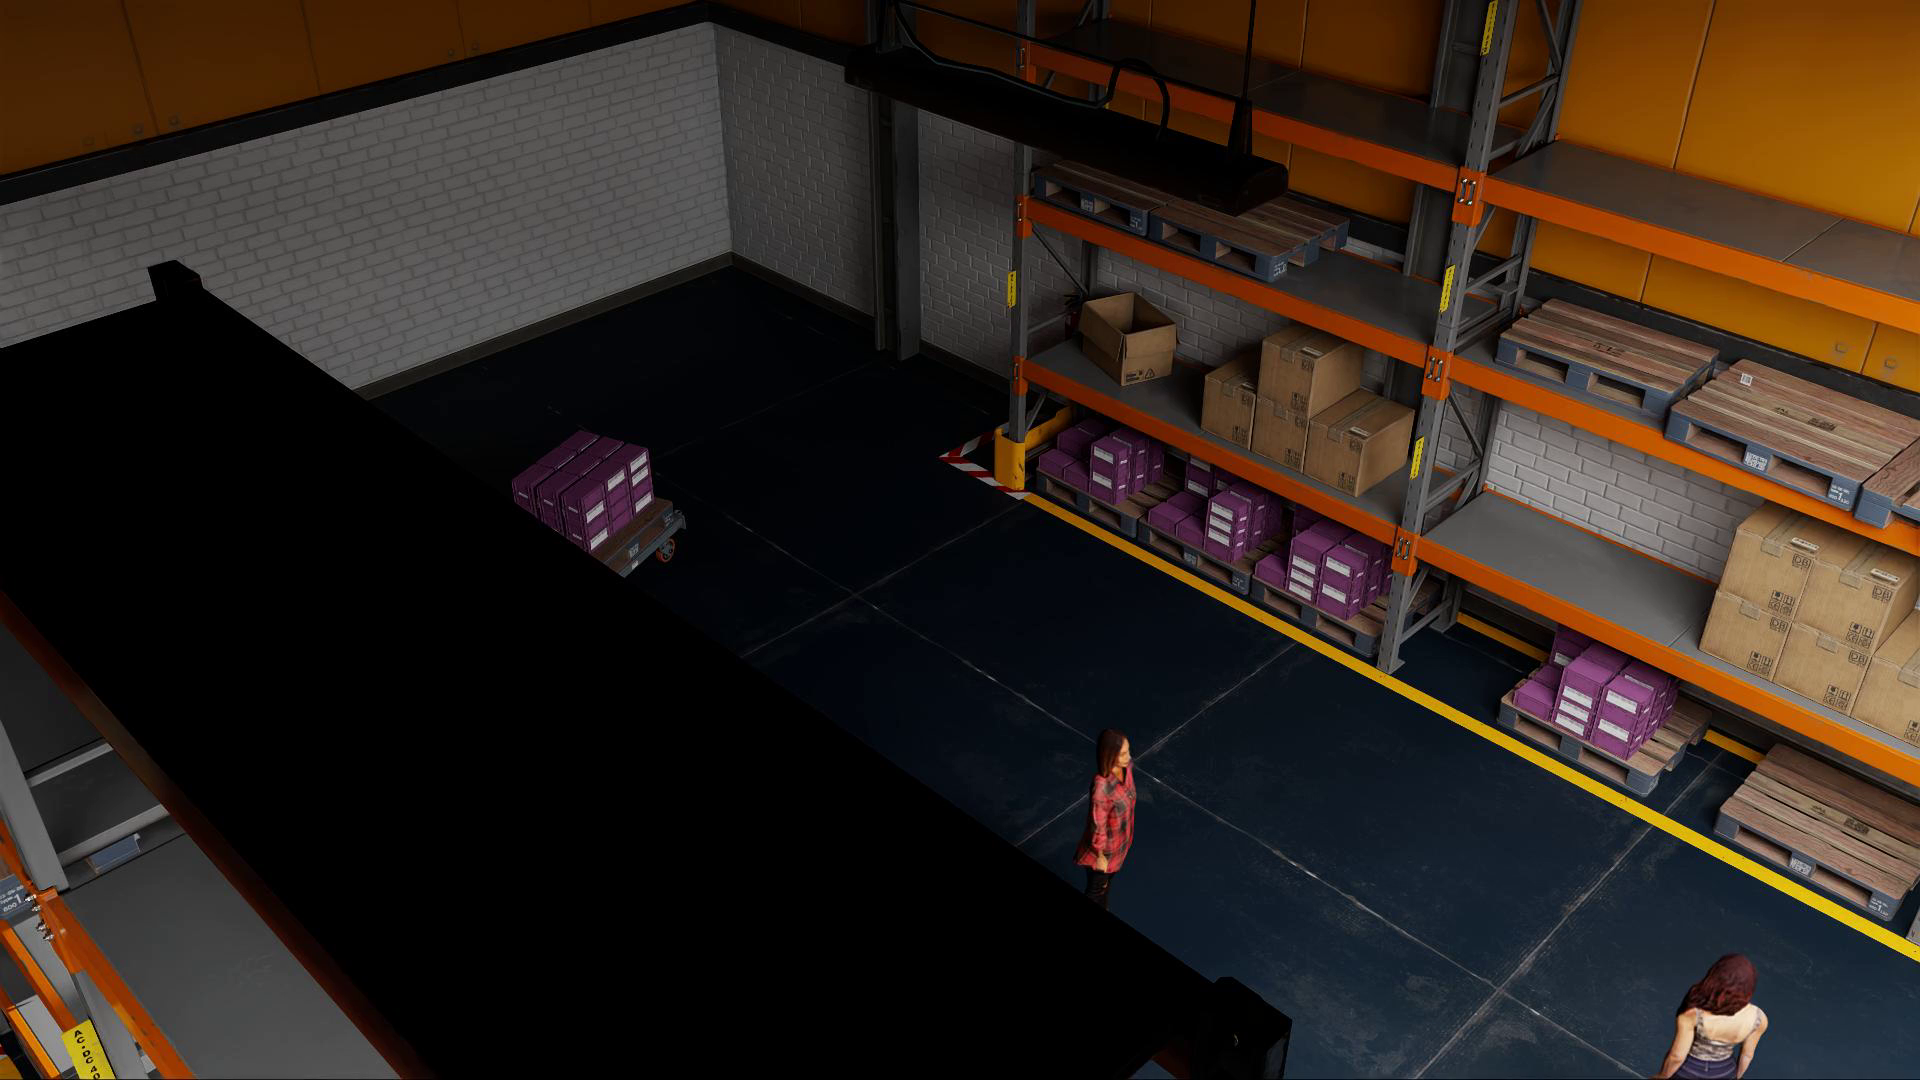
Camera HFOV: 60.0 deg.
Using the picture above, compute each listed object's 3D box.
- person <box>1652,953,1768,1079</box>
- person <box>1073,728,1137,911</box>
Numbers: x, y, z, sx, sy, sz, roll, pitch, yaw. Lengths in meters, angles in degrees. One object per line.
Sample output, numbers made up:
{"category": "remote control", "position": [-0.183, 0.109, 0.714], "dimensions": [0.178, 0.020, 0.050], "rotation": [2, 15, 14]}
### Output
{"category": "person", "position": [3.879, 2.846, 8.718], "dimensions": [0.692, 1.769, 0.757], "rotation": [1, 34, 1]}
{"category": "person", "position": [0.910, 1.846, 10.282], "dimensions": [0.652, 1.703, 0.674], "rotation": [16, 37, 22]}
